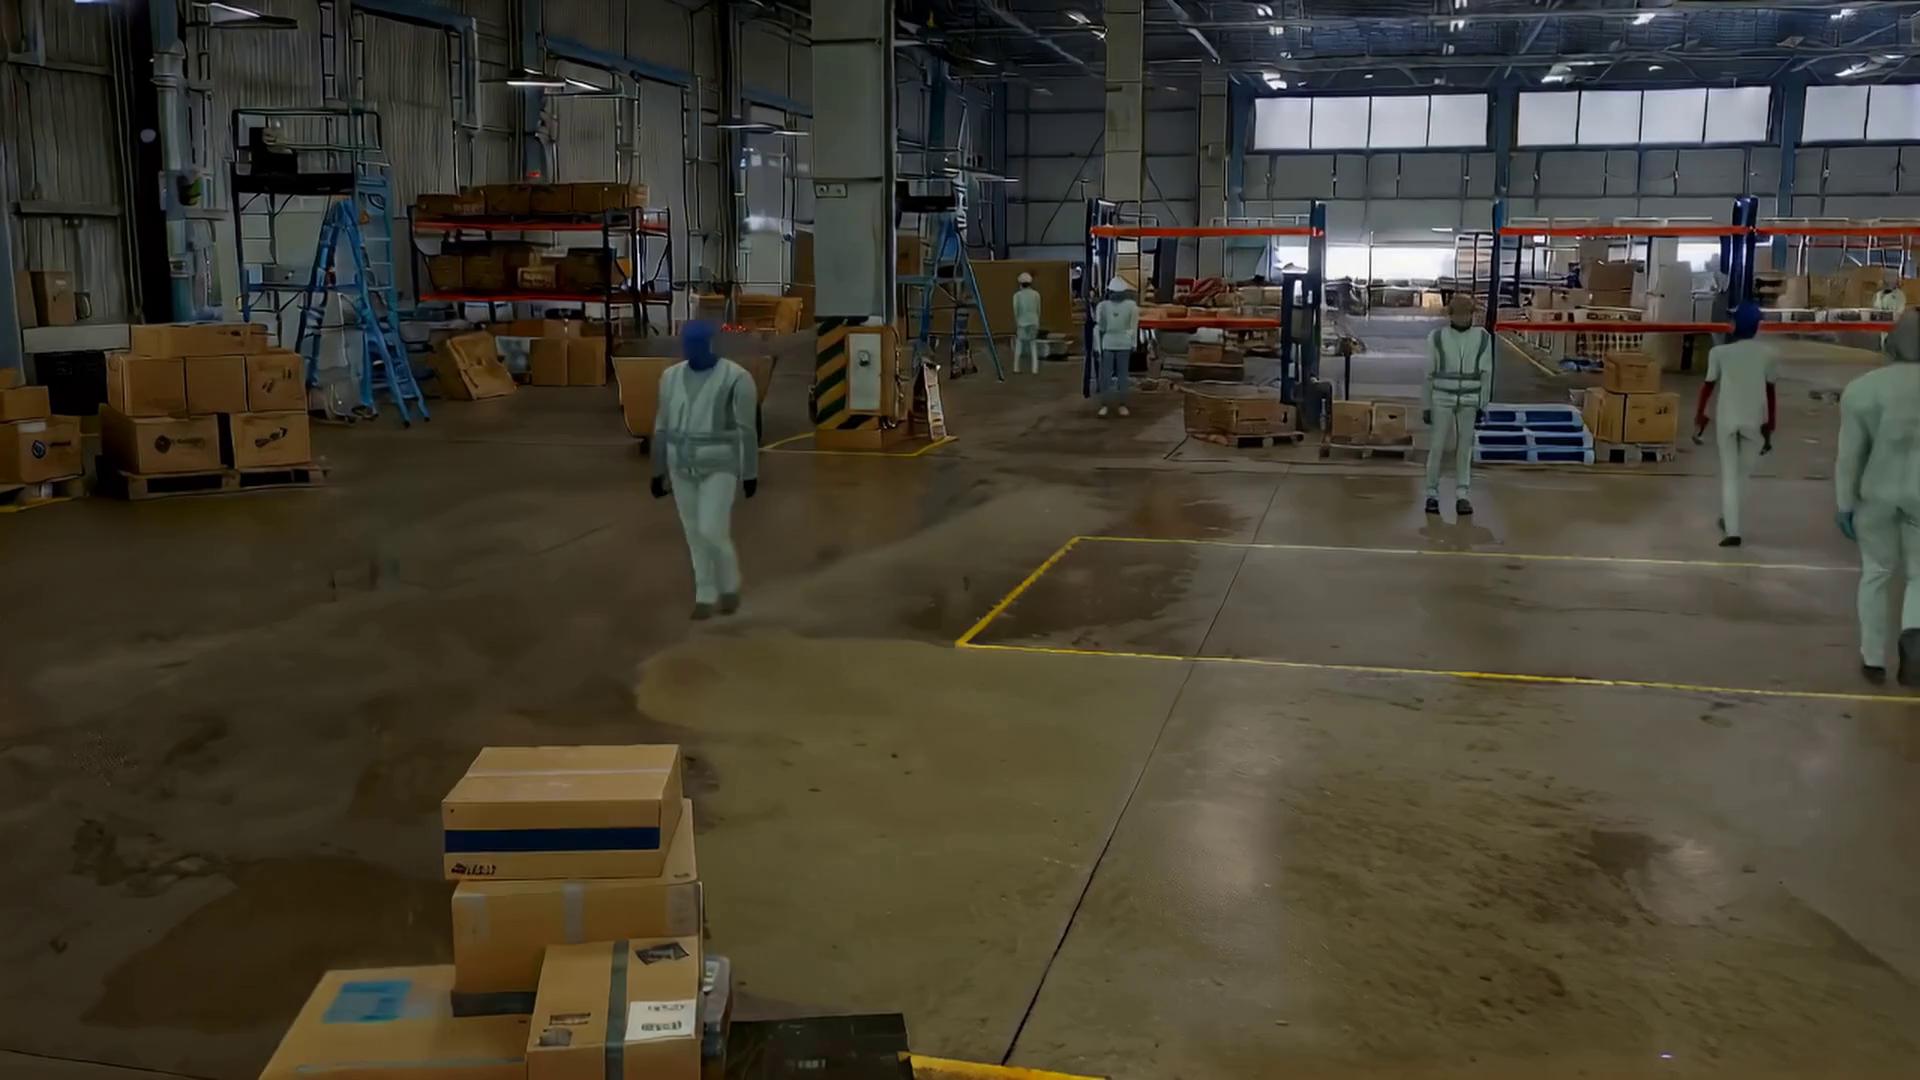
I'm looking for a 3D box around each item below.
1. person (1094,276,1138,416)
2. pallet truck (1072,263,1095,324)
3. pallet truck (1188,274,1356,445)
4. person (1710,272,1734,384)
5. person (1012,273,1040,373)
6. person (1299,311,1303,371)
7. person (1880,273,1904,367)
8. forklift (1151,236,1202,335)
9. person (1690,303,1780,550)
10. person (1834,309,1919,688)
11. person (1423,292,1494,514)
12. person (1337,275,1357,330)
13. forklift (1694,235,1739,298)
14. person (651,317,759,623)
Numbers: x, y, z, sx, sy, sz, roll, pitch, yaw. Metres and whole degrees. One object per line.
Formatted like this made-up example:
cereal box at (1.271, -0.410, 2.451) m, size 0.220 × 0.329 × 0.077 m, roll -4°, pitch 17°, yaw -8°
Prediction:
person at (2.140, -2.651, 22.824) m, size 0.594 × 1.922 × 0.386 m, roll 1°, pitch 10°, yaw 6°
pallet truck at (4.325, -8.180, 55.162) m, size 0.823 × 1.965 × 1.885 m, roll 6°, pitch 11°, yaw 31°
pallet truck at (3.653, -2.138, 19.590) m, size 1.885 × 1.965 × 0.823 m, roll -4°, pitch 10°, yaw -20°
person at (13.175, -3.654, 28.759) m, size 0.399 × 1.926 × 0.642 m, roll 0°, pitch 10°, yaw 2°
person at (1.262, -4.104, 31.523) m, size 0.561 × 1.889 × 1.011 m, roll -3°, pitch 10°, yaw -14°
person at (6.684, -4.089, 31.854) m, size 0.322 × 1.736 × 0.487 m, roll 7°, pitch 12°, yaw 36°
person at (15.178, -3.384, 27.145) m, size 0.370 × 1.932 × 0.623 m, roll 6°, pitch 11°, yaw 33°
forklift at (5.866, -7.214, 46.878) m, size 1.873 × 2.768 × 1.129 m, roll 2°, pitch 10°, yaw 14°
person at (5.857, -0.872, 12.624) m, size 0.544 × 1.823 × 0.957 m, roll 2°, pitch 10°, yaw 12°
person at (4.718, -0.186, 8.322) m, size 0.643 × 1.924 × 0.654 m, roll 5°, pitch 11°, yaw 27°
person at (4.223, -1.157, 14.150) m, size 0.574 × 1.884 × 0.361 m, roll 1°, pitch 10°, yaw 7°
person at (11.583, -7.119, 49.930) m, size 0.541 × 1.654 × 0.882 m, roll 8°, pitch 12°, yaw 38°
forklift at (22.425, -7.519, 48.677) m, size 1.873 × 2.768 × 1.129 m, roll 2°, pitch 10°, yaw 14°
person at (-1.531, -0.406, 9.887) m, size 0.638 × 1.825 × 0.452 m, roll 4°, pitch 10°, yaw 21°
